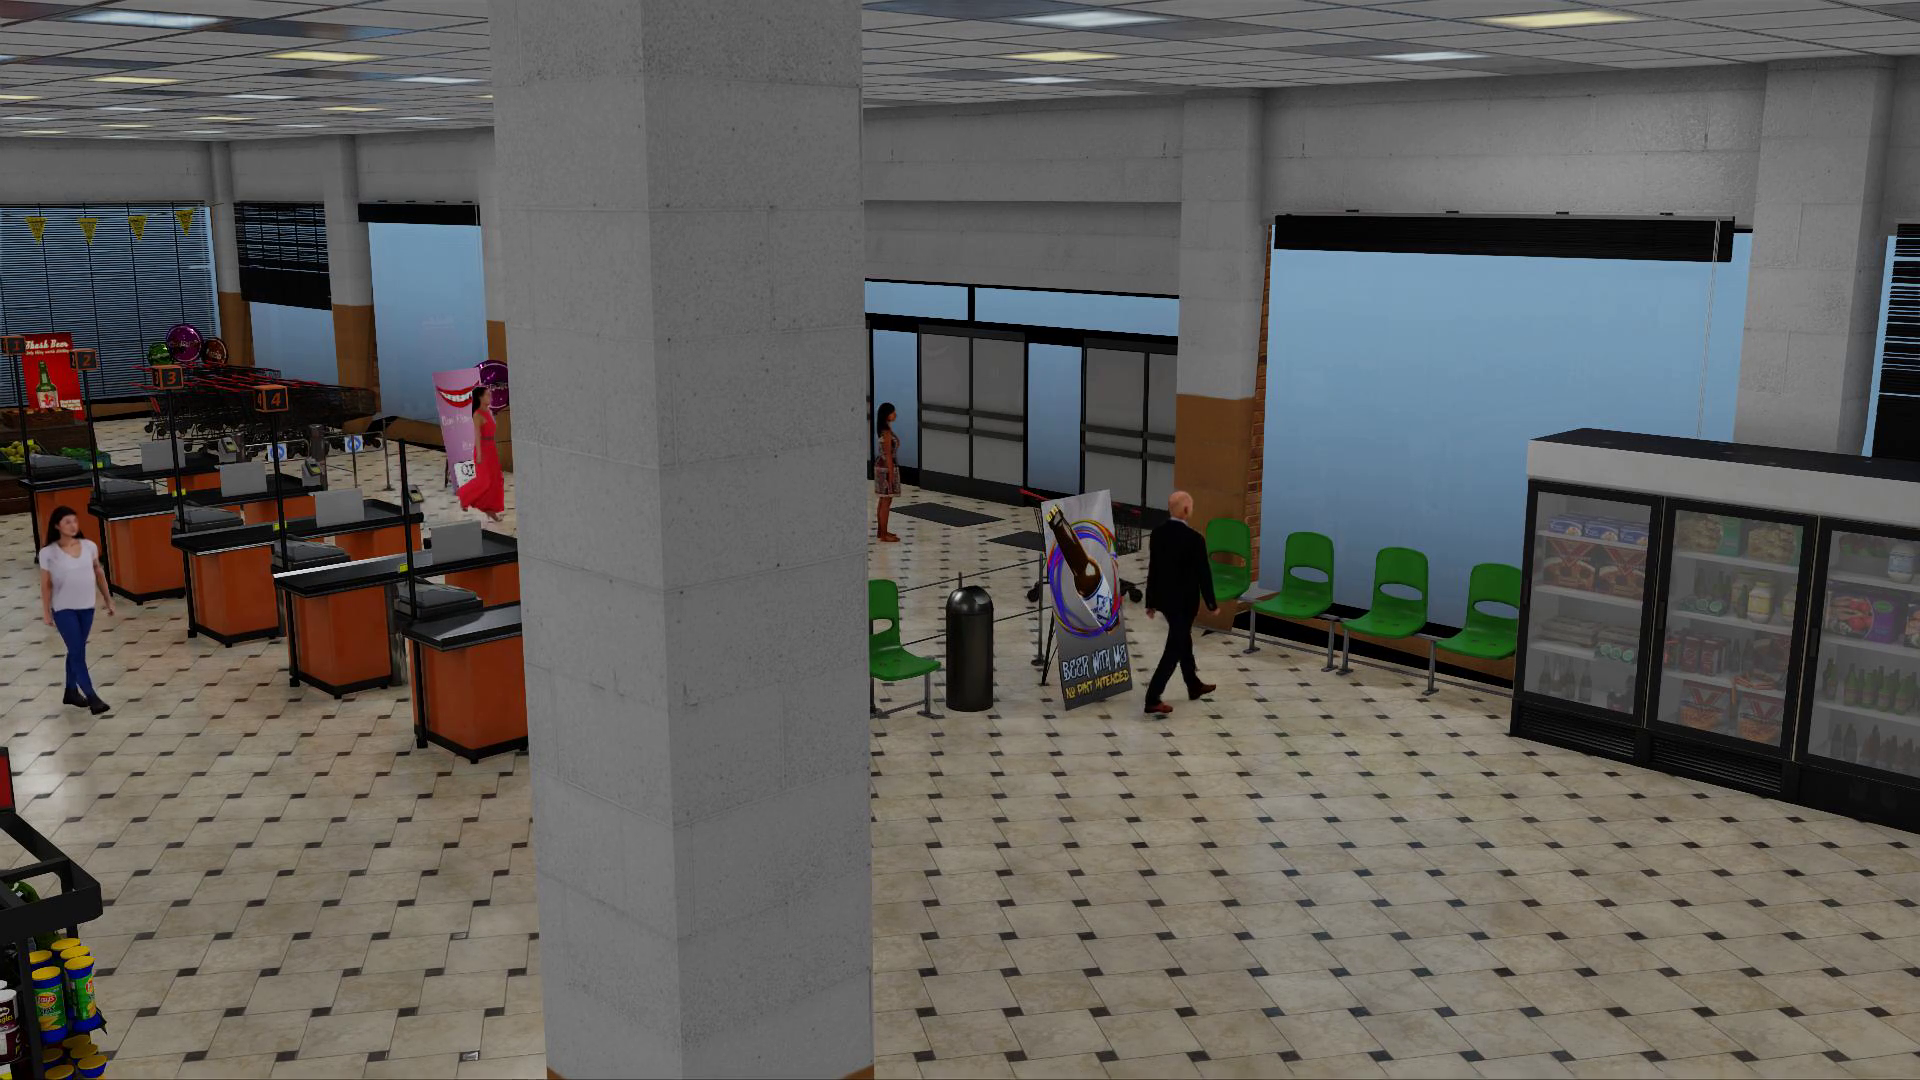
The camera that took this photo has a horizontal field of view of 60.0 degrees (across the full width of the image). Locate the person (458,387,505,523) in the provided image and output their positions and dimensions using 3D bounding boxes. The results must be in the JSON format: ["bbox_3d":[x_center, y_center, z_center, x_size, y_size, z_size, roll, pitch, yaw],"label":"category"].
[{"bbox_3d":[-6.019,-1.060,20.824,0.899,1.715,0.869,2,12,7],"label":"person"}]

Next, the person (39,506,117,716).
[{"bbox_3d":[-7.094,0.572,13.219,0.837,1.655,0.981,7,14,28],"label":"person"}]

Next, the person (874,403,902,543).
[{"bbox_3d":[-0.880,-0.820,19.860,0.731,1.643,0.724,-2,12,-11],"label":"person"}]

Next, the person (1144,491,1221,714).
[{"bbox_3d":[1.682,0.534,13.152,1.175,1.758,0.749,-10,16,-40],"label":"person"}]
